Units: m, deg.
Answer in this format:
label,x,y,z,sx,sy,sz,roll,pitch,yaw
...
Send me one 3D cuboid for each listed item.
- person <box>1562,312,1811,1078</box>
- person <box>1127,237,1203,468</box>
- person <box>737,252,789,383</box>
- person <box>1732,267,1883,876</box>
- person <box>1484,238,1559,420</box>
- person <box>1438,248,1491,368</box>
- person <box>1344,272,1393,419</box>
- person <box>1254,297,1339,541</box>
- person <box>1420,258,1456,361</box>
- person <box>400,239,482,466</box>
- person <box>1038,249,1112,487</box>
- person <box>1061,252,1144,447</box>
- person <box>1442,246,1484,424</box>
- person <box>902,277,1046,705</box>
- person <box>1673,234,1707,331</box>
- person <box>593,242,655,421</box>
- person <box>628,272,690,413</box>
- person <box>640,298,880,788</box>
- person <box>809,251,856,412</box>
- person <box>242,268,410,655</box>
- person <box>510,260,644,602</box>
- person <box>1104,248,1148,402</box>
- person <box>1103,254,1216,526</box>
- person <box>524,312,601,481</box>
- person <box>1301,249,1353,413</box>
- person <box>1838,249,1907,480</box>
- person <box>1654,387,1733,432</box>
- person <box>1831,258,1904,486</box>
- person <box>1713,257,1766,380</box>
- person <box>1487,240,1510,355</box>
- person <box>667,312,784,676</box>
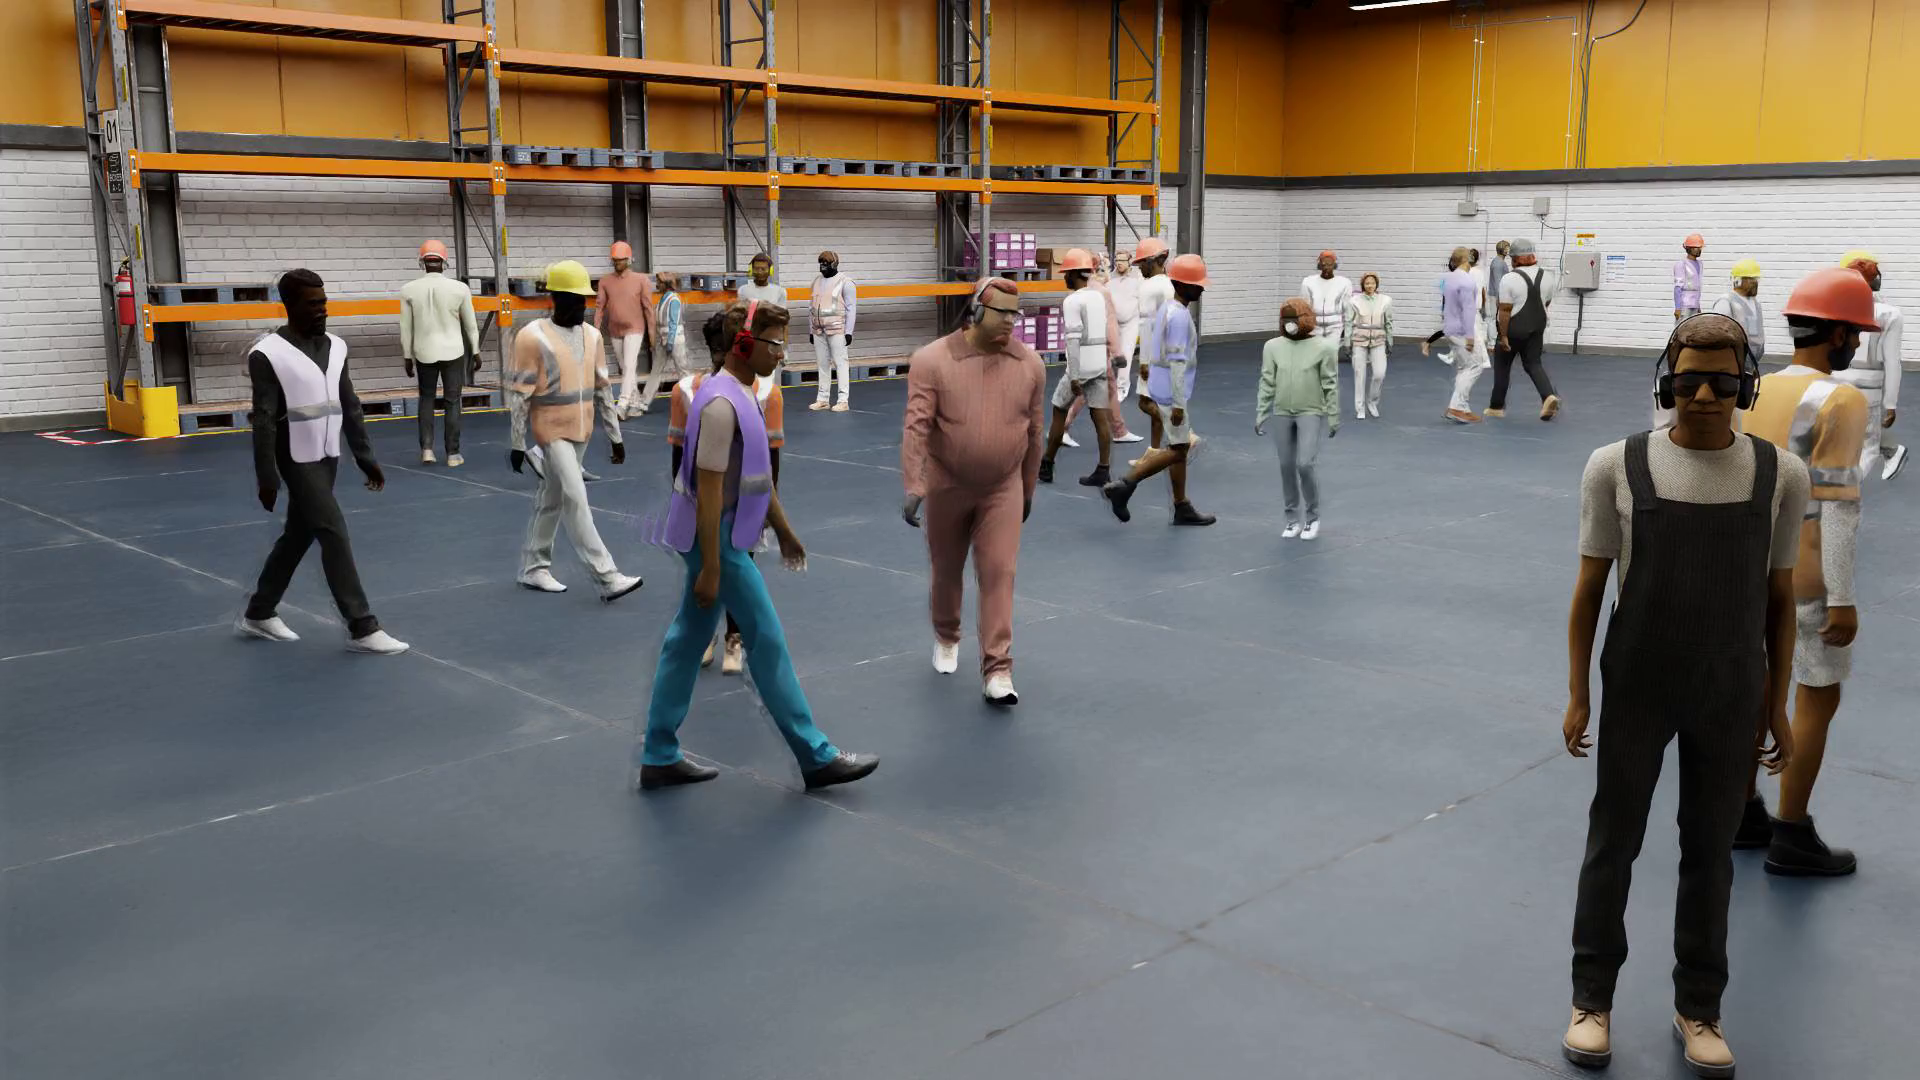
label,x,y,z,sx,sy,sz,roll,pitch,yaw
person,1.731,0.380,4.006,0.518,1.844,0.329,2,11,13
person,1.758,-1.576,14.251,0.703,2.009,0.633,8,13,37
person,-1.965,-1.921,16.526,0.544,1.856,0.530,0,10,-3
person,2.683,0.103,5.311,0.418,1.920,0.563,-2,11,-9
person,6.221,-2.339,18.297,0.683,2.000,0.896,-3,11,-16
person,7.813,-3.565,25.627,0.504,1.801,1.014,-9,14,-40
person,4.492,-2.132,18.296,0.543,1.624,0.383,1,10,4
person,2.229,-0.799,11.068,0.537,1.611,0.452,7,12,32
person,7.845,-3.715,26.812,0.689,1.673,0.535,9,14,40
person,-4.551,-1.632,14.589,0.639,1.987,0.441,-1,10,-5
person,0.902,-1.392,13.504,0.893,1.899,0.548,10,14,42
person,1.300,-1.825,15.996,0.985,1.867,0.636,-2,11,-10
person,5.435,-2.200,17.931,0.447,1.900,0.659,0,10,1
person,0.067,-0.235,7.373,0.656,1.839,1.046,-1,10,-6
person,10.562,-3.399,24.073,0.616,2.041,0.379,-8,13,-36
person,-3.717,-2.277,18.212,0.654,1.939,1.004,2,11,13
person,-3.373,-2.210,18.762,0.806,1.599,0.541,-6,12,-31
person,-0.751,0.032,6.029,0.944,1.785,0.606,-1,10,-7
person,-1.500,-2.402,19.186,0.636,1.842,0.429,7,13,34
person,-3.181,-0.383,8.125,0.997,1.872,0.608,3,11,14
person,-2.119,-0.595,9.226,0.979,1.872,0.608,6,12,29
person,2.001,-2.655,20.506,0.655,1.869,0.957,4,11,22
person,1.400,-1.007,11.431,0.740,1.907,0.566,-1,10,-4
person,-3.245,-1.314,13.491,0.572,1.748,0.532,-5,12,-27
person,4.174,-2.382,19.016,0.634,1.863,0.489,4,11,20
person,7.357,-1.418,13.623,0.720,1.908,0.598,4,11,21
person,3.689,-0.296,8.329,0.504,1.615,0.564,1,10,3
person,5.933,-0.938,11.113,0.597,1.870,0.537,10,14,42
person,6.956,-1.601,14.858,0.592,1.835,0.404,-8,13,-36
person,9.152,-4.116,28.264,0.355,1.938,0.636,3,11,17
person,-1.066,-0.202,7.617,0.530,1.679,0.362,-1,10,-7
